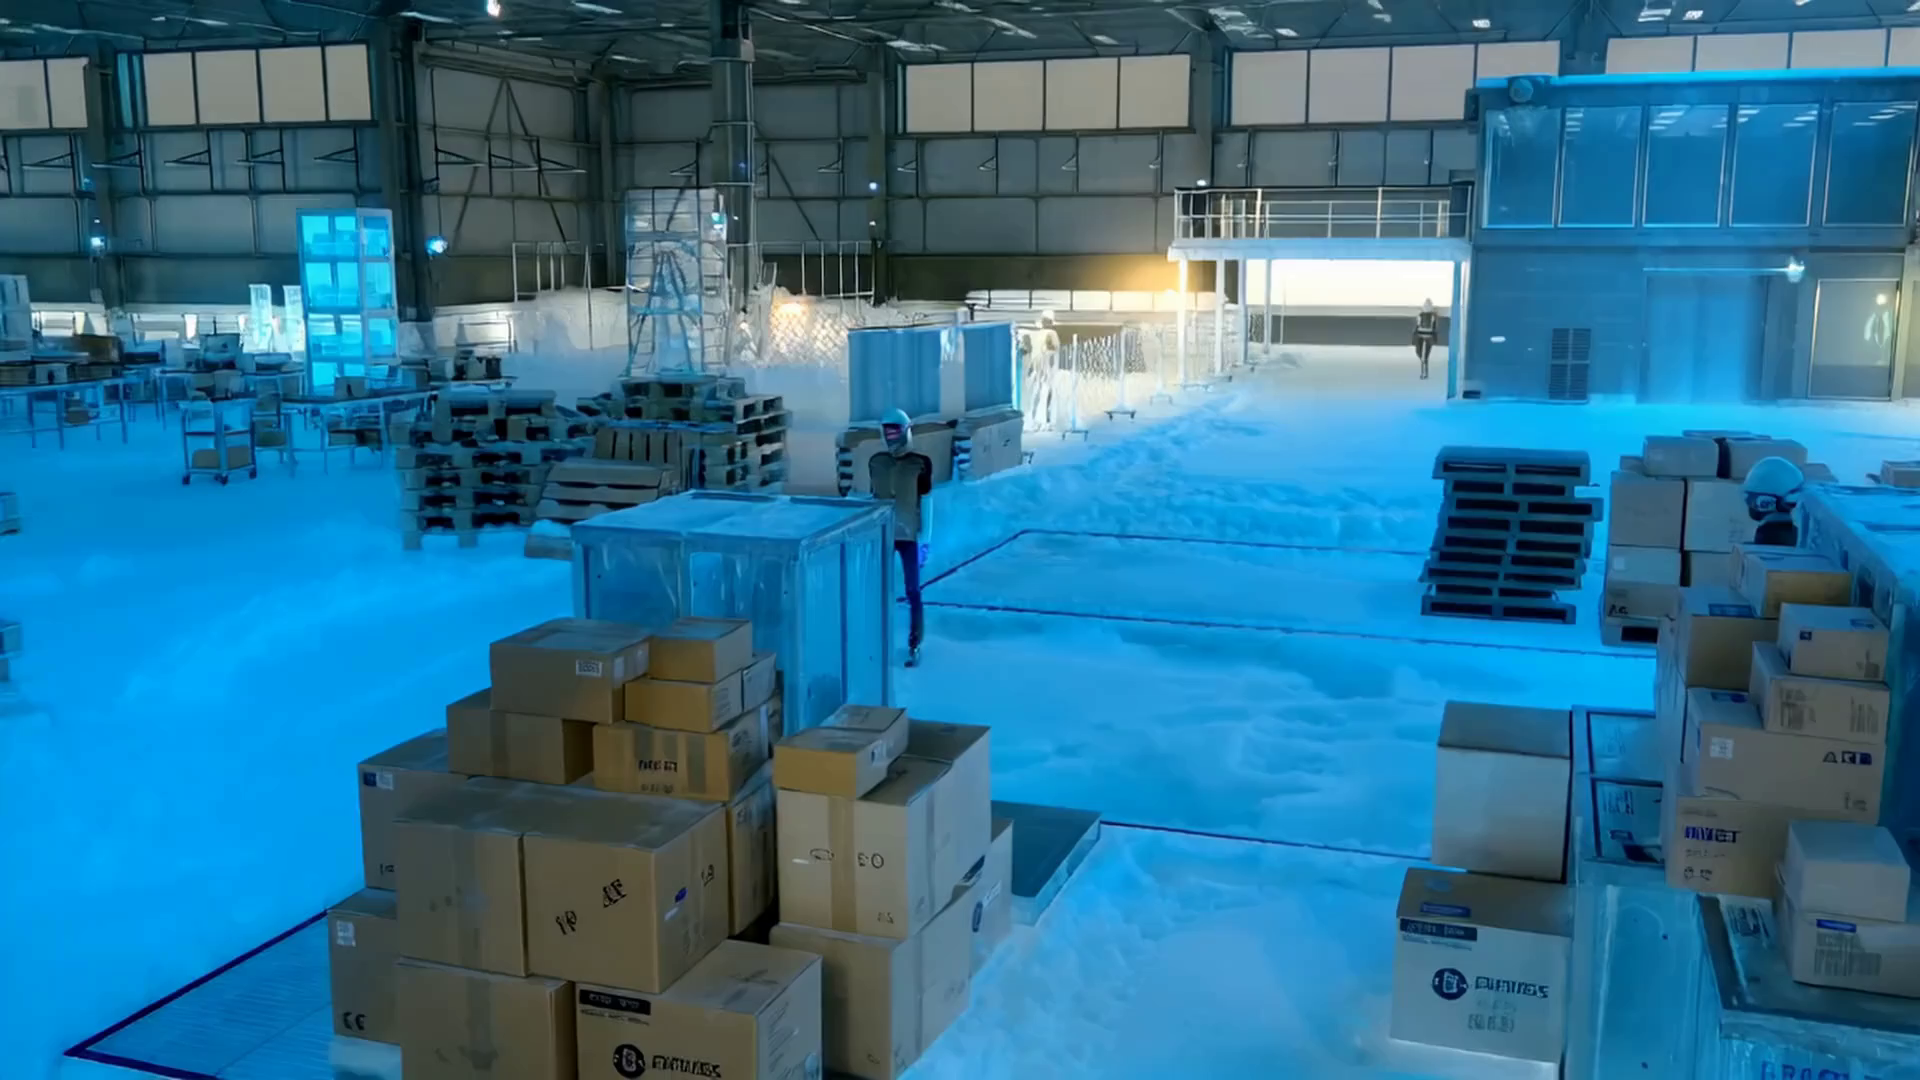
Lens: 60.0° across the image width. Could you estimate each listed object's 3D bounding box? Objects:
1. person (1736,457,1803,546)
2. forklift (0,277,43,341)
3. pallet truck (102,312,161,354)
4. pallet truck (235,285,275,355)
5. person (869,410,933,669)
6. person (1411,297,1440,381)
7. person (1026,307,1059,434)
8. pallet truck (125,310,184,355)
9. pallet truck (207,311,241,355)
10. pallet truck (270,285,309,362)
[{"bbox_3d":[4.003,0.580,8.298,0.611,1.996,0.379,-10,14,-43],"label":"person"},{"bbox_3d":[-27.151,-6.329,46.328,1.157,1.987,2.680,3,11,17],"label":"forklift"},{"bbox_3d":[-23.057,-5.777,46.261,0.680,1.201,1.601,3,11,19],"label":"pallet truck"},{"bbox_3d":[-18.327,-5.835,44.421,0.823,1.965,1.885,4,11,23],"label":"pallet truck"},{"bbox_3d":[-0.447,-0.007,11.960,0.532,1.871,0.321,4,11,19],"label":"person"},{"bbox_3d":[10.450,-4.515,37.344,0.608,1.871,0.449,4,11,20],"label":"person"},{"bbox_3d":[1.357,-2.722,26.767,0.615,2.041,0.390,9,13,41],"label":"person"},{"bbox_3d":[-22.038,-5.665,45.457,0.704,1.261,1.522,3,11,17],"label":"pallet truck"},{"bbox_3d":[-19.537,-5.575,44.913,0.653,1.274,1.630,3,11,19],"label":"pallet truck"},{"bbox_3d":[-17.147,-5.700,43.663,0.823,1.965,1.885,3,11,17],"label":"pallet truck"}]
